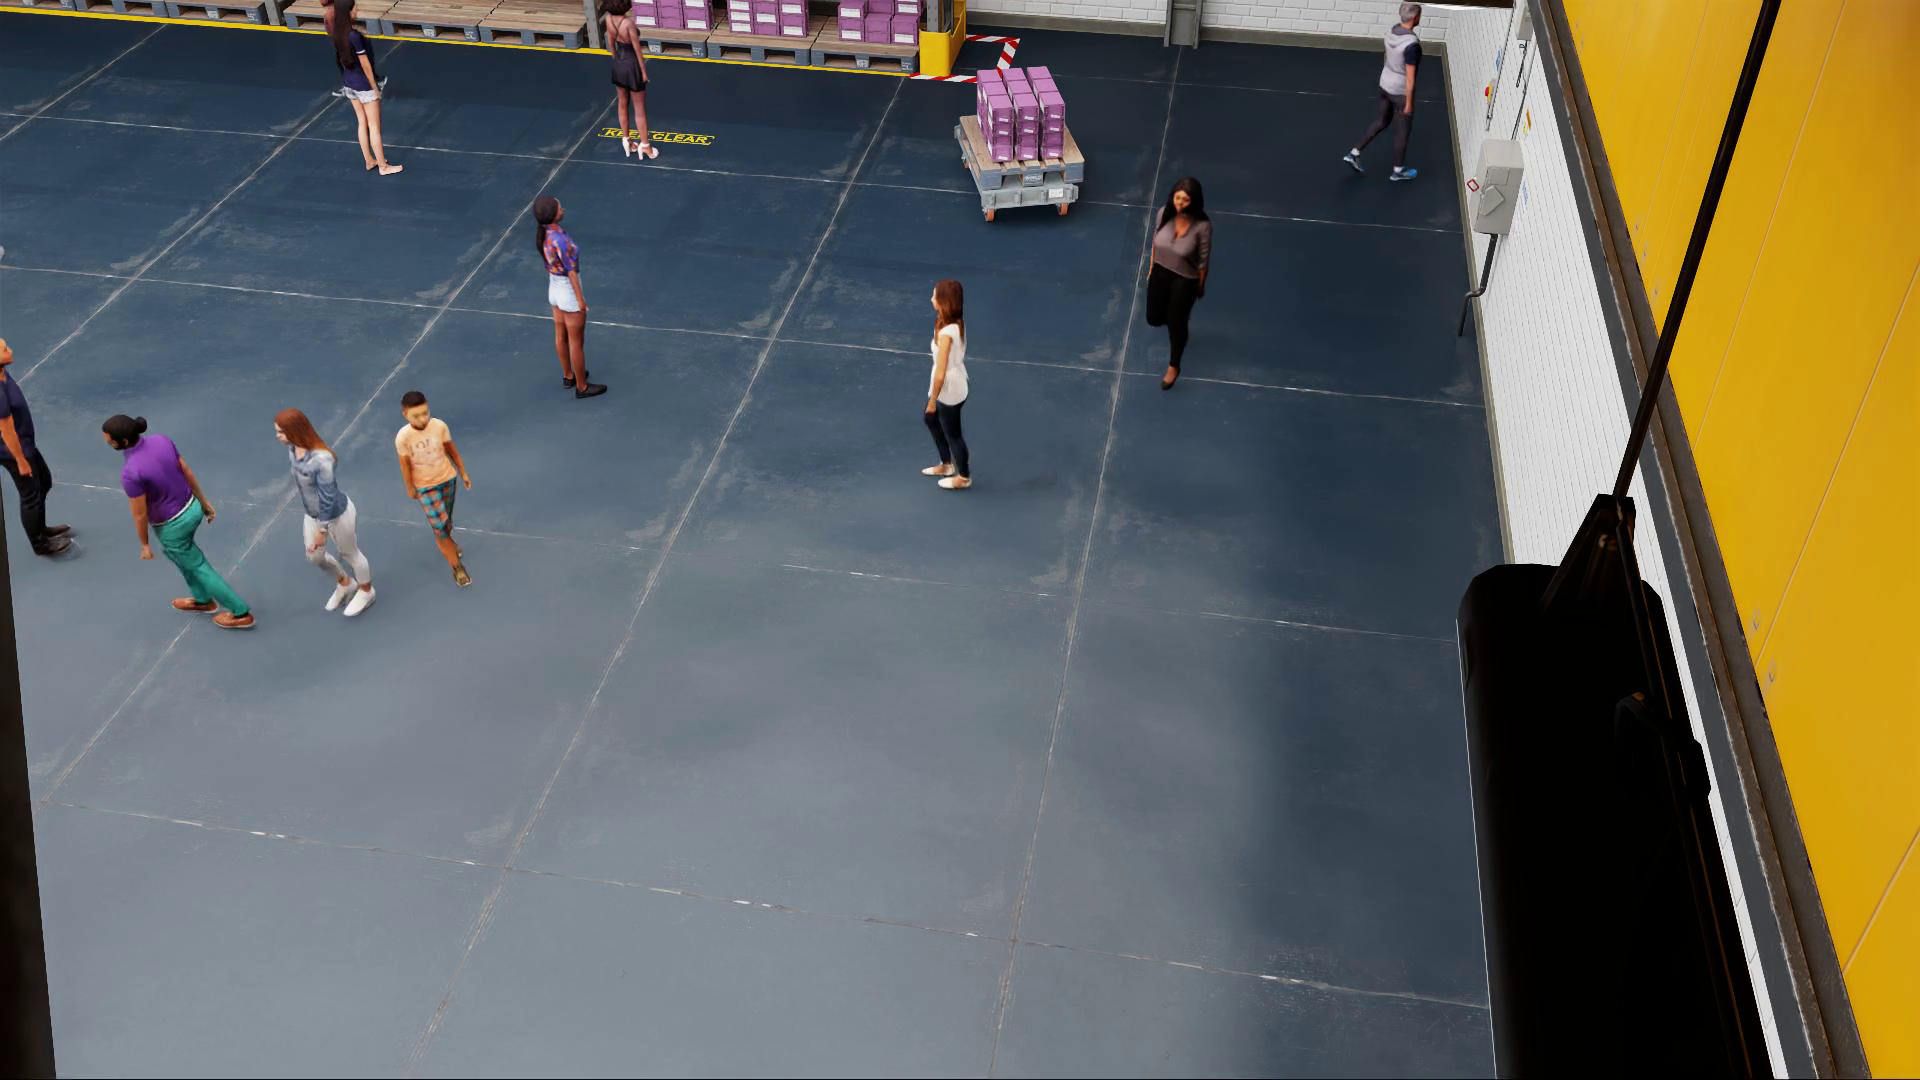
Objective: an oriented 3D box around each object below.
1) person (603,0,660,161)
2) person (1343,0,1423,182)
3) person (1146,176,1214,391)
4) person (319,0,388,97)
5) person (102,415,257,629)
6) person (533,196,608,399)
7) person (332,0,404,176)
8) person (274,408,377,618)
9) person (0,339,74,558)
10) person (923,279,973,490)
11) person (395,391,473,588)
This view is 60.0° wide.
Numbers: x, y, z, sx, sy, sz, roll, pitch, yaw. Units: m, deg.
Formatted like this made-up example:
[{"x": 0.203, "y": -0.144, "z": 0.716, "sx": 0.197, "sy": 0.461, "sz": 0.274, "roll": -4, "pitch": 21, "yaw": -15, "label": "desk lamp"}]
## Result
[{"x": -3.303, "y": -4.663, "z": 16.567, "sx": 0.598, "sy": 1.789, "sz": 0.705, "roll": 23, "pitch": 44, "yaw": 26, "label": "person"}, {"x": 4.165, "y": -4.344, "z": 16.146, "sx": 1.120, "sy": 1.814, "sz": 0.962, "roll": -11, "pitch": 40, "yaw": -13, "label": "person"}, {"x": 1.770, "y": -2.107, "z": 13.337, "sx": 0.949, "sy": 1.824, "sz": 0.928, "roll": 23, "pitch": 44, "yaw": 26, "label": "person"}, {"x": -6.547, "y": -5.327, "z": 17.847, "sx": 0.902, "sy": 1.228, "sz": 0.646, "roll": -1, "pitch": 39, "yaw": -1, "label": "person"}, {"x": -5.048, "y": -0.106, "z": 10.912, "sx": 0.868, "sy": 1.724, "sz": 0.684, "roll": 7, "pitch": 39, "yaw": 9, "label": "person"}, {"x": -3.135, "y": -1.941, "z": 13.196, "sx": 0.725, "sy": 1.741, "sz": 0.646, "roll": -28, "pitch": 46, "yaw": -30, "label": "person"}, {"x": -5.880, "y": -4.450, "z": 16.318, "sx": 0.618, "sy": 1.766, "sz": 0.719, "roll": 28, "pitch": 46, "yaw": 30, "label": "person"}, {"x": -4.129, "y": -0.216, "z": 11.082, "sx": 0.702, "sy": 1.683, "sz": 0.783, "roll": 24, "pitch": 44, "yaw": 27, "label": "person"}, {"x": -6.574, "y": -0.642, "z": 11.539, "sx": 0.790, "sy": 1.779, "sz": 0.762, "roll": -16, "pitch": 41, "yaw": -19, "label": "person"}, {"x": 0.015, "y": -1.103, "z": 12.123, "sx": 0.629, "sy": 1.771, "sz": 0.633, "roll": 3, "pitch": 39, "yaw": 4, "label": "person"}, {"x": -3.682, "y": -0.437, "z": 11.557, "sx": 0.872, "sy": 1.436, "sz": 0.975, "roll": -30, "pitch": 47, "yaw": -32, "label": "person"}]
